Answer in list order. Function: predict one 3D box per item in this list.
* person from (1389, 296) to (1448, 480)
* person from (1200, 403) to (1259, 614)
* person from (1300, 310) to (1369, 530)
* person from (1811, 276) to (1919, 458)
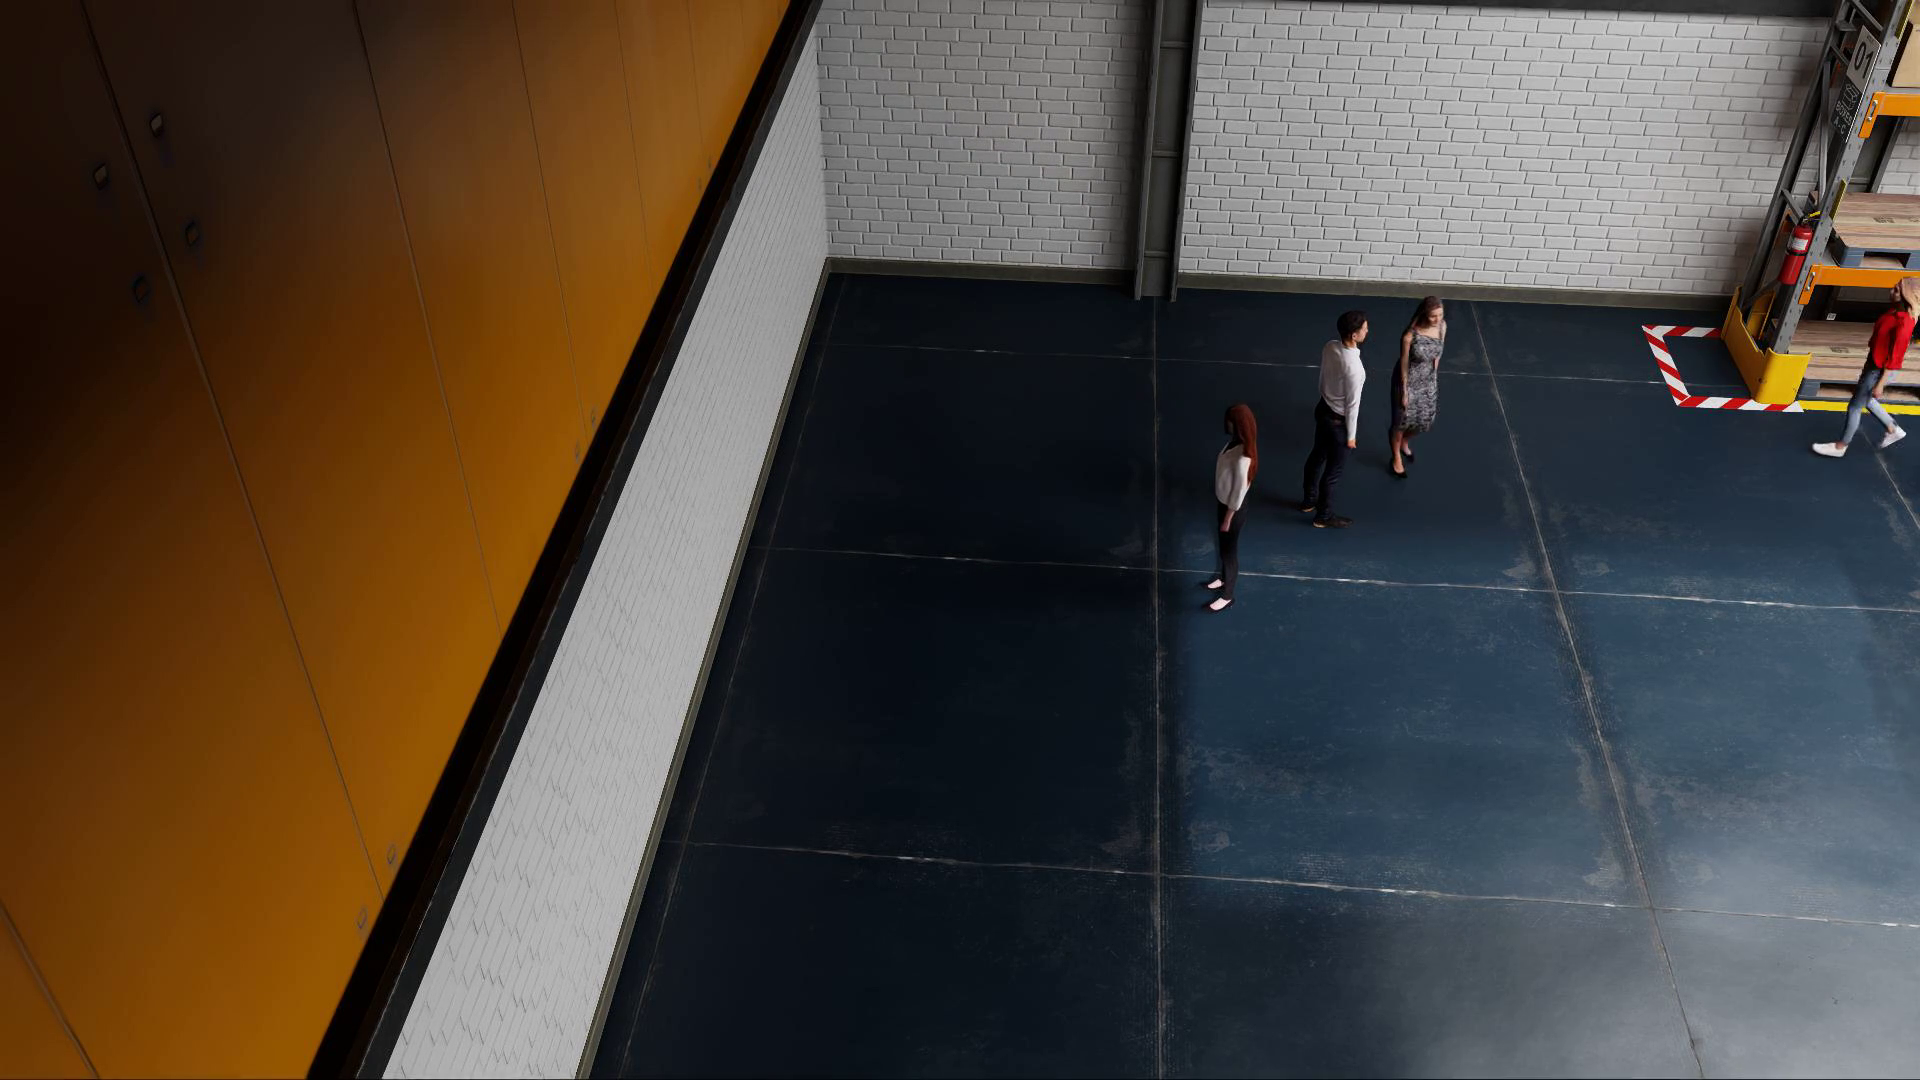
[{"bbox_3d":[3.543,-1.267,13.230,0.675,1.683,0.746,-13,40,-15],"label":"person"},{"bbox_3d":[1.934,-0.228,11.865,0.498,1.763,0.589,4,39,5],"label":"person"},{"bbox_3d":[2.856,-0.934,12.664,0.694,1.868,0.698,-10,40,-13],"label":"person"},{"bbox_3d":[7.434,-1.346,13.319,0.944,1.695,0.757,12,40,15],"label":"person"}]
